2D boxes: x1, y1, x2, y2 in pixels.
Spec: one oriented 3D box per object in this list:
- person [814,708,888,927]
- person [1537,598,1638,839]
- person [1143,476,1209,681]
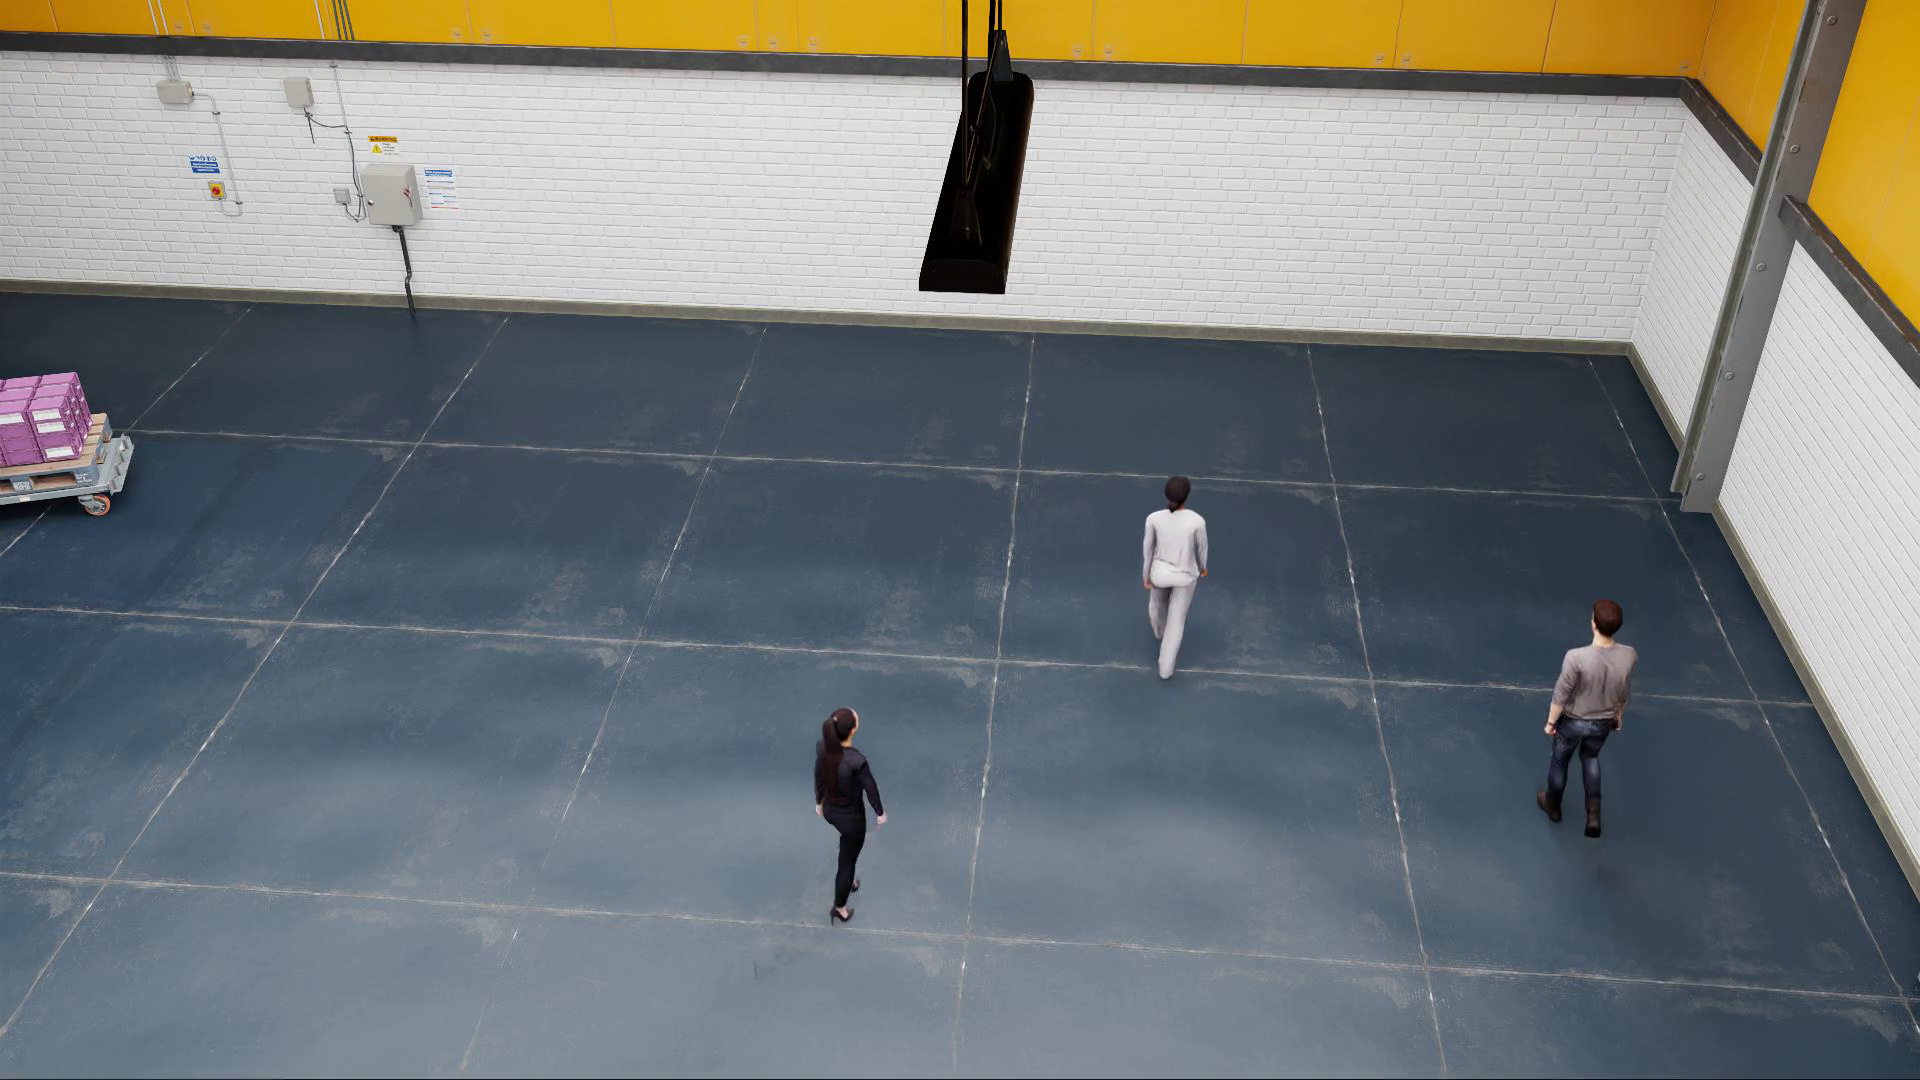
[{"bbox_3d":[-0.788,1.832,10.724,0.743,1.695,0.795,27,42,34],"label":"person"},{"bbox_3d":[4.315,1.281,11.376,0.756,1.891,0.947,-1,34,-1],"label":"person"},{"bbox_3d":[1.650,0.324,12.980,0.796,1.709,1.058,11,35,16],"label":"person"}]
